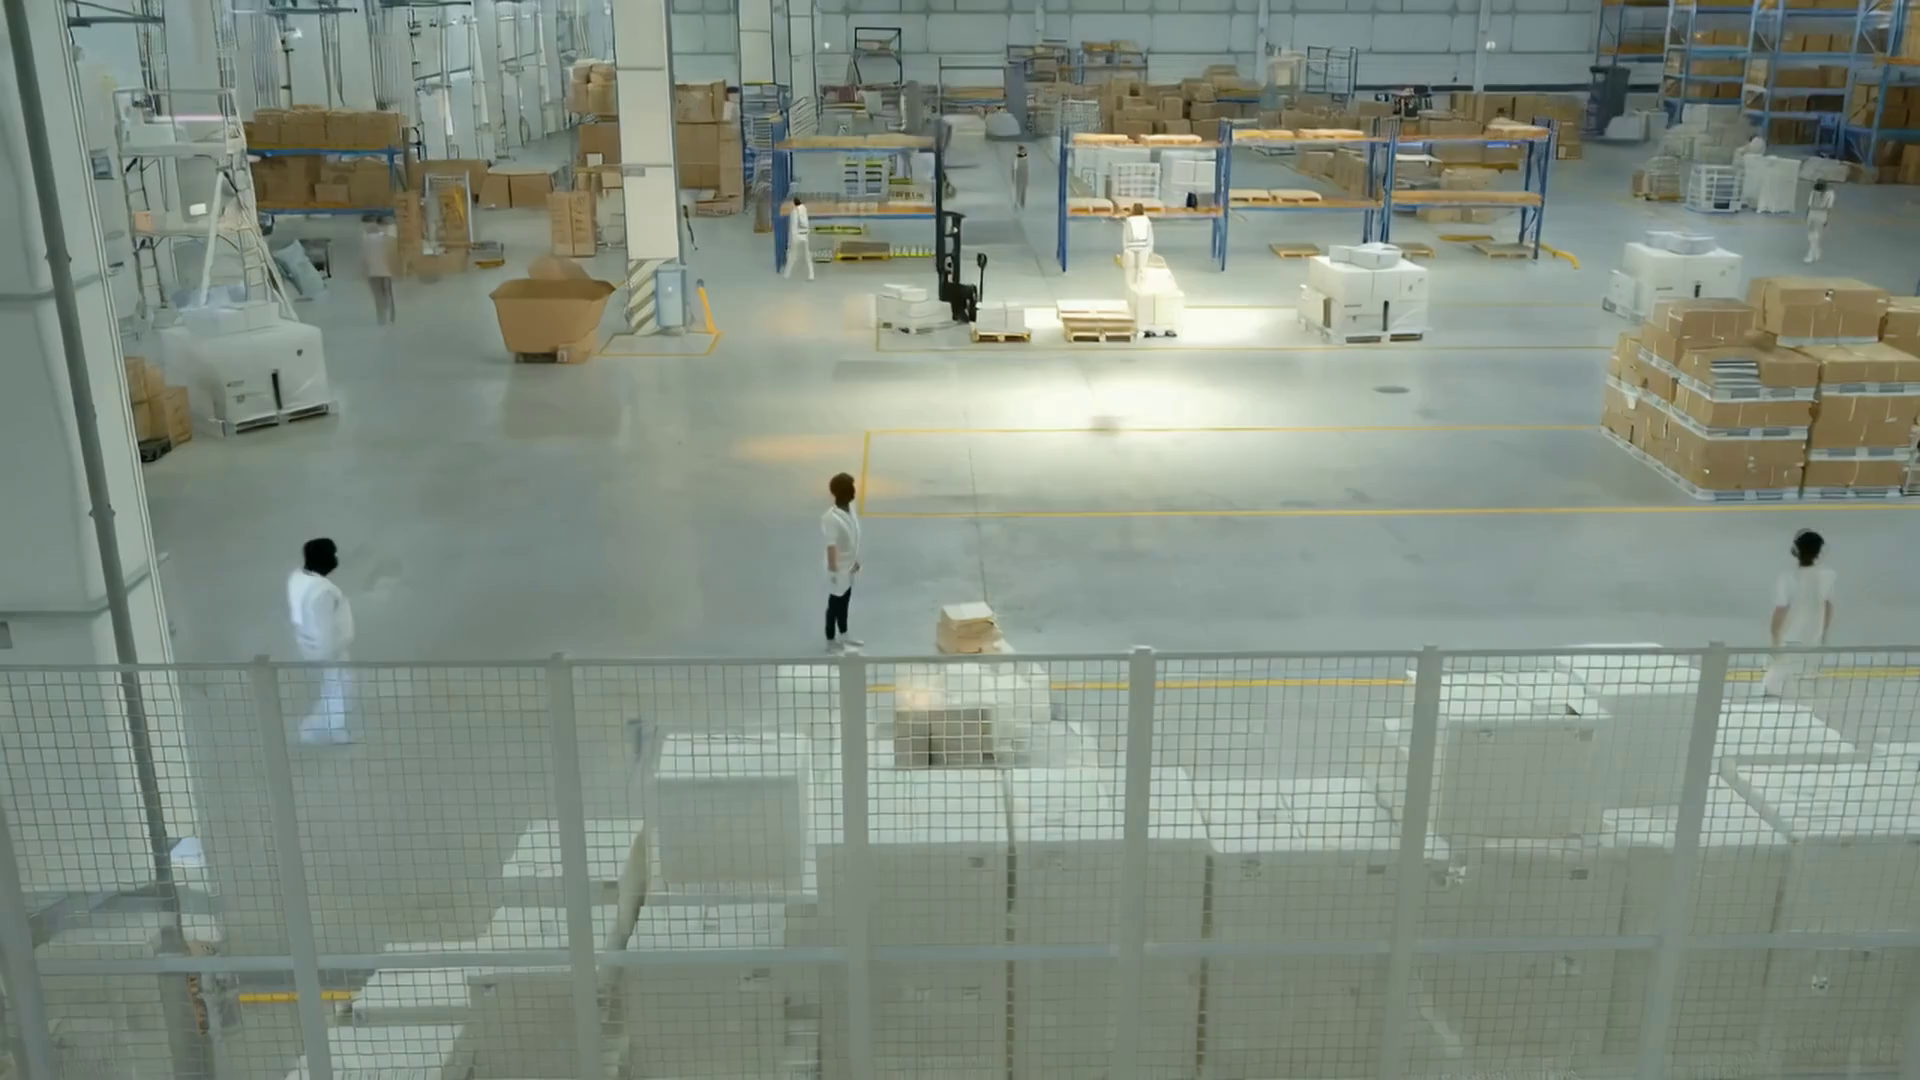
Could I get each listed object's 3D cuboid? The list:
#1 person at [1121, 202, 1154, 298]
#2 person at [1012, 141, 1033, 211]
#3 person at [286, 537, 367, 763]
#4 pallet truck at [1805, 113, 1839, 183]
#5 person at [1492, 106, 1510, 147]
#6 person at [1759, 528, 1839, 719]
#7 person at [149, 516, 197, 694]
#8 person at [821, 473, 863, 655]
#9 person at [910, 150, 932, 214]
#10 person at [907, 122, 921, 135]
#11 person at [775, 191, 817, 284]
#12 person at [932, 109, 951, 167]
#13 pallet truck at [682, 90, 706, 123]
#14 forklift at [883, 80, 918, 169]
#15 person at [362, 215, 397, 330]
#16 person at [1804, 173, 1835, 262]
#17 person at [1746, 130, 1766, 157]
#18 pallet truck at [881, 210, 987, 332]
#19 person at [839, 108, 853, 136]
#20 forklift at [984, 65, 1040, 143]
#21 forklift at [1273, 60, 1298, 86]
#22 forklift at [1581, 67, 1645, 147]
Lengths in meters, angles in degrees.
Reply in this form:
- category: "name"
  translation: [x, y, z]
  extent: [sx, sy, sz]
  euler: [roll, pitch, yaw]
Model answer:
- category: "person"
  translation: [3.401, -5.571, 32.022]
  extent: [0.624, 1.835, 0.431]
  euler: [-1, 19, -2]
- category: "person"
  translation: [1.649, -9.620, 44.026]
  extent: [0.521, 1.830, 0.399]
  euler: [-5, 19, -14]
- category: "person"
  translation: [-5.002, 0.871, 12.922]
  extent: [0.581, 1.829, 0.639]
  euler: [-14, 23, -37]
- category: "pallet truck"
  translation: [26.403, -11.957, 50.702]
  extent: [0.823, 1.965, 1.885]
  euler: [6, 19, 16]
- category: "person"
  translation: [17.939, -13.408, 55.170]
  extent: [0.615, 1.901, 0.492]
  euler: [-11, 21, -29]
- category: "person"
  translation: [6.630, 0.813, 13.095]
  extent: [0.528, 1.829, 0.972]
  euler: [2, 19, 7]
- category: "person"
  translation: [-6.735, 0.620, 13.845]
  extent: [0.525, 1.688, 0.921]
  euler: [1, 19, 4]
- category: "person"
  translation: [-1.062, 0.211, 15.069]
  extent: [0.317, 1.695, 0.540]
  euler: [8, 20, 21]
- category: "person"
  translation: [-0.978, -9.408, 43.281]
  extent: [0.635, 1.921, 0.739]
  euler: [9, 21, 26]
- category: "person"
  translation: [-1.452, -12.750, 53.468]
  extent: [0.482, 1.735, 0.339]
  euler: [-6, 19, -16]
- category: "person"
  translation: [-3.299, -6.101, 33.564]
  extent: [0.961, 1.837, 0.605]
  euler: [10, 21, 26]
- category: "person"
  translation: [-0.590, -12.884, 53.568]
  extent: [0.651, 1.924, 0.504]
  euler: [-3, 19, -10]
- category: "pallet truck"
  translation: [-9.671, -15.907, 62.421]
  extent: [0.823, 1.965, 1.885]
  euler: [5, 19, 15]
- category: "forklift"
  translation: [-1.527, -13.236, 53.138]
  extent: [1.873, 2.768, 1.129]
  euler: [-1, 19, -1]
- category: "person"
  translation: [-10.190, -4.669, 29.092]
  extent: [0.392, 1.991, 0.612]
  euler: [7, 20, 20]
- category: "person"
  translation: [18.702, -7.023, 36.196]
  extent: [0.578, 1.918, 0.562]
  euler: [-13, 23, -34]
- category: "person"
  translation: [23.339, -11.170, 48.848]
  extent: [0.545, 1.680, 0.375]
  euler: [2, 19, 7]
- category: "pallet truck"
  translation: [-0.493, -4.759, 29.349]
  extent: [1.885, 1.965, 0.823]
  euler: [-13, 23, -34]
- category: "person"
  translation: [-4.017, -14.427, 58.657]
  extent: [0.522, 1.588, 0.896]
  euler: [0, 19, -1]
- category: "forklift"
  translation: [1.948, -16.471, 62.733]
  extent: [1.873, 2.768, 1.129]
  euler: [-7, 20, -19]
- category: "forklift"
  translation: [13.000, -17.817, 66.726]
  extent: [1.129, 2.768, 1.873]
  euler: [8, 20, 22]
- category: "forklift"
  translation: [24.185, -15.962, 61.225]
  extent: [1.873, 2.768, 1.129]
  euler: [17, 25, 41]
